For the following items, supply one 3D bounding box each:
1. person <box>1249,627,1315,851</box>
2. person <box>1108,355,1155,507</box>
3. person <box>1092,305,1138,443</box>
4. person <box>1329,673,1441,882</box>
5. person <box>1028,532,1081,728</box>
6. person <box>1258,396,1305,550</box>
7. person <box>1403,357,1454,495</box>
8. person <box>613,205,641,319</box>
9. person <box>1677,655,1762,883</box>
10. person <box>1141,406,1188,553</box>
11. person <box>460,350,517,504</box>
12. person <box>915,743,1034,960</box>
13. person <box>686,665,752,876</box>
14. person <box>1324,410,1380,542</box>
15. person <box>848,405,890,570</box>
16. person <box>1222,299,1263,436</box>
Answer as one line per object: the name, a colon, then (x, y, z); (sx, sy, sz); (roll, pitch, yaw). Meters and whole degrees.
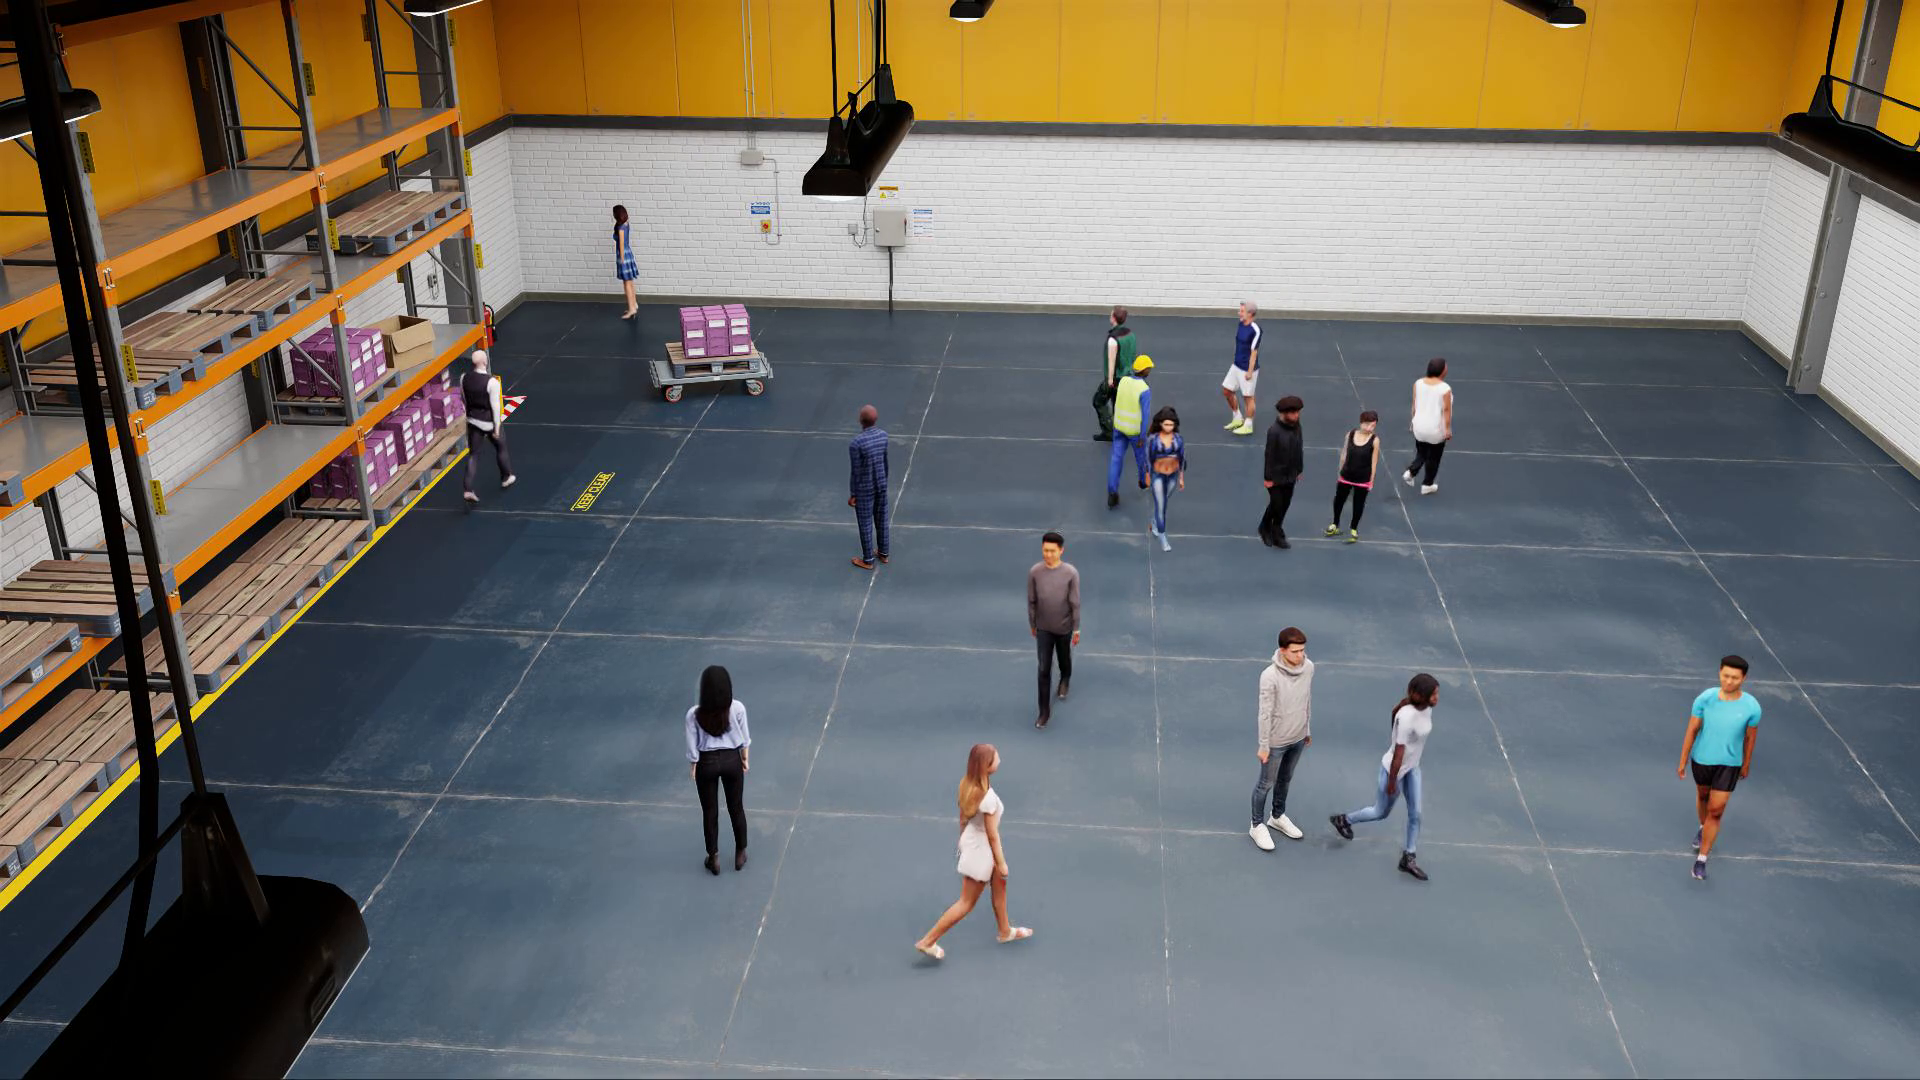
person: (2.506, 1.504, 12.922); (0.759, 1.852, 0.789); (-15, 28, -30)
person: (1.924, -1.236, 19.312); (1.068, 1.754, 1.300); (14, 27, 30)
person: (2.043, -2.055, 21.089); (0.869, 1.831, 0.792); (18, 29, 35)
person: (3.257, 1.740, 12.595); (1.086, 1.681, 1.070); (21, 31, 39)
person: (0.875, 0.741, 14.806); (1.135, 1.740, 0.773); (2, 24, 5)
person: (3.462, -0.762, 18.214); (0.777, 1.763, 0.821); (-13, 27, -28)
person: (5.529, -1.334, 19.634); (0.868, 1.675, 0.798); (-14, 27, -29)
person: (-5.381, -4.470, 26.650); (0.761, 1.802, 0.552); (-1, 24, -2)
person: (5.788, 1.657, 12.717); (0.937, 1.735, 1.167); (13, 27, 28)
person: (2.230, -0.693, 18.300); (0.793, 1.569, 1.104); (-4, 24, -8)
person: (-5.610, -1.280, 19.391); (0.772, 1.771, 1.292); (4, 24, 10)
person: (0.055, 2.205, 11.556); (0.922, 1.661, 1.126); (-7, 25, -16)
person: (-1.816, 1.728, 12.546); (0.724, 1.742, 0.697); (-7, 25, -16)
person: (4.371, -0.722, 18.415); (0.714, 1.531, 0.672); (19, 30, 37)
person: (-0.949, -0.581, 17.731); (0.751, 1.819, 0.817); (-20, 30, -38)
person: (3.766, -2.246, 21.531); (0.827, 1.827, 0.726); (-10, 26, -22)
